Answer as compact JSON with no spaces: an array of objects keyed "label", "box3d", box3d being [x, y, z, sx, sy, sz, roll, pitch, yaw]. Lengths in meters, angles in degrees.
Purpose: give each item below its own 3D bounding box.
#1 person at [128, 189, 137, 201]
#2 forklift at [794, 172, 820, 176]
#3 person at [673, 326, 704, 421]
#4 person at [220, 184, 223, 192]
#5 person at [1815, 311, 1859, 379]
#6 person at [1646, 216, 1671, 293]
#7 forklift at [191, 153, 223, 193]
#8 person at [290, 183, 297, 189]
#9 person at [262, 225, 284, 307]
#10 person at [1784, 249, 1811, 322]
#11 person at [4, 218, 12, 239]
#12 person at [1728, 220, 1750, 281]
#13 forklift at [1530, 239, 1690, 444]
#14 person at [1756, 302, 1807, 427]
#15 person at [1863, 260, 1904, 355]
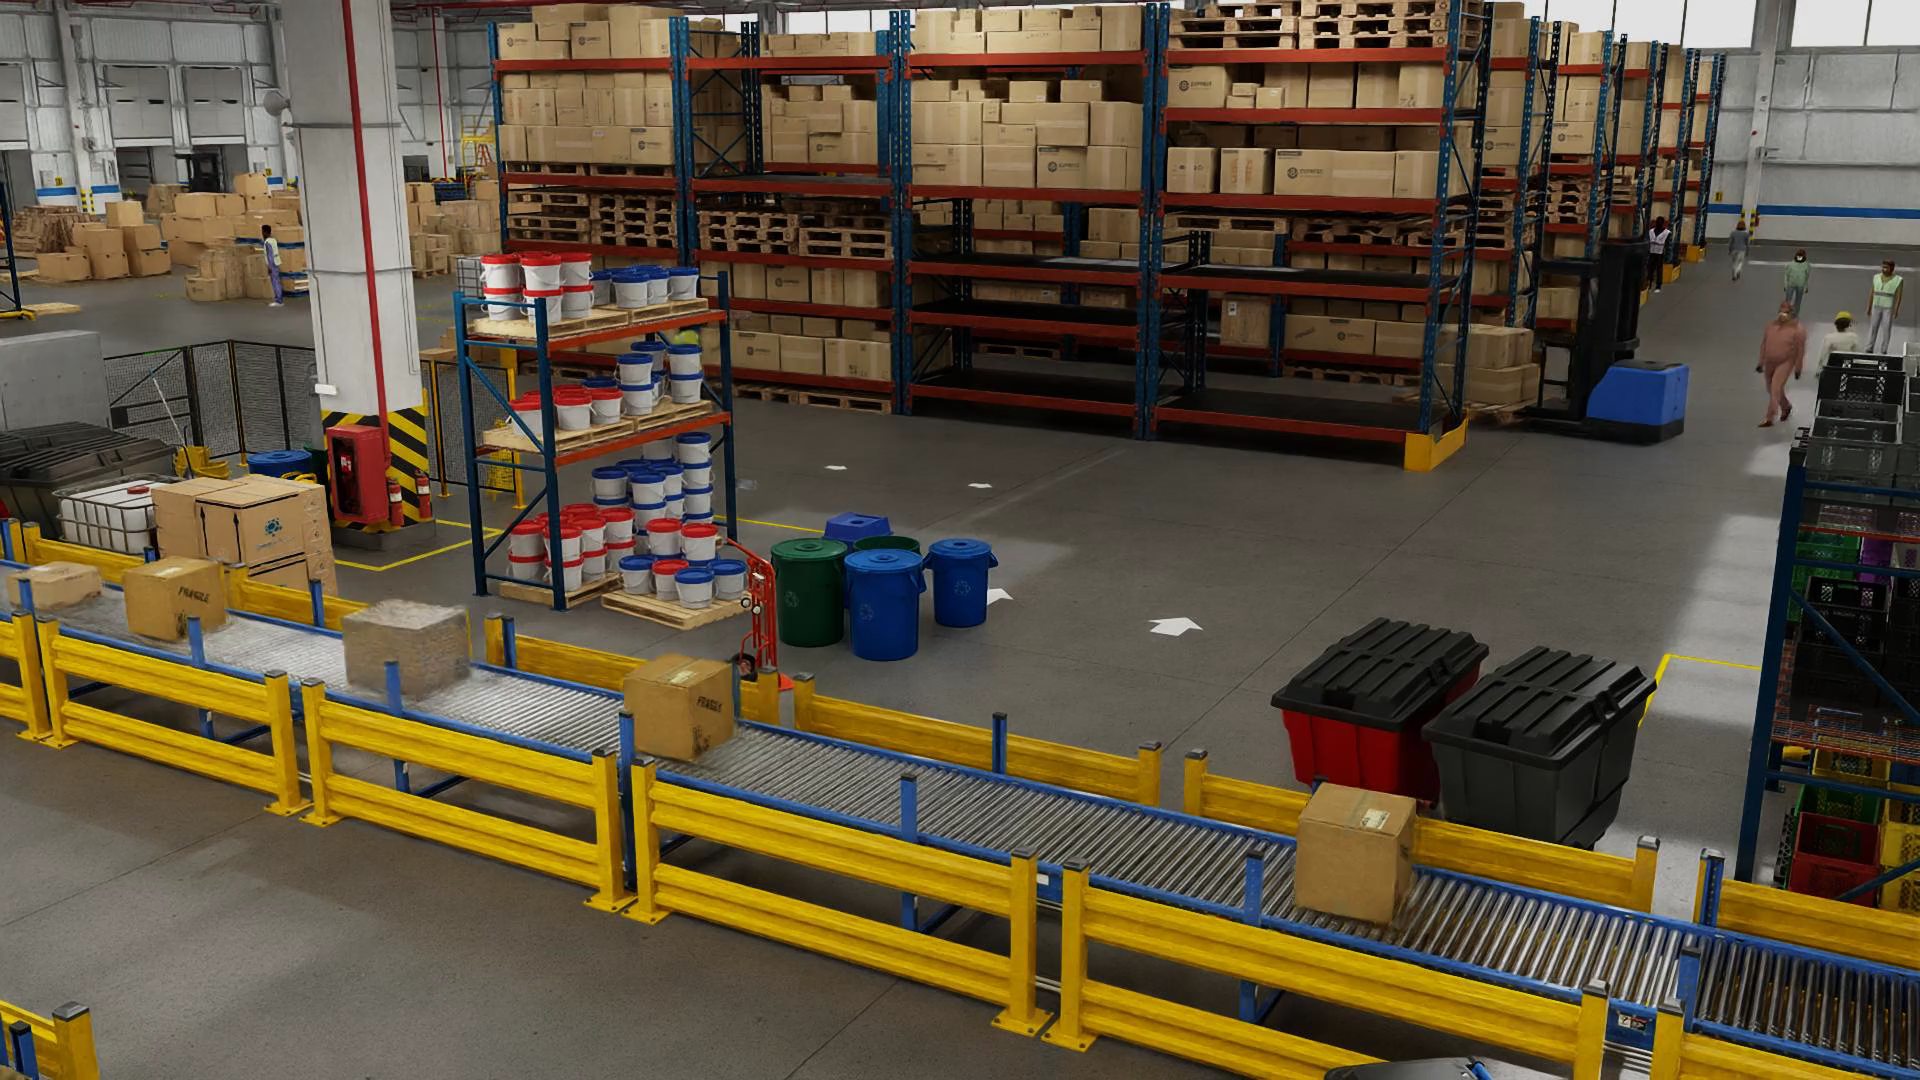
[{"label":"person","box3d":[-28.808,-11.377,58.074,0.466,1.725,0.502,-1,15,-2]},{"label":"forklift","box3d":[-4.989,-11.044,54.616,1.129,2.768,1.873,8,17,27]},{"label":"person","box3d":[-4.116,-2.618,25.213,0.494,1.683,0.547,9,17,30]},{"label":"person","box3d":[-30.797,-14.202,68.904,0.539,1.614,0.605,-6,16,-21]},{"label":"person","box3d":[13.051,-2.531,24.775,0.600,1.741,0.451,0,15,-2]},{"label":"person","box3d":[17.647,-7.224,42.100,0.393,1.920,0.591,-13,19,-39]},{"label":"forklift","box3d":[-27.852,-12.924,61.684,1.873,2.768,1.129,8,17,28]},{"label":"person","box3d":[-23.352,-11.612,58.572,0.651,1.928,0.517,9,18,31]},{"label":"person","box3d":[-16.254,-6.490,39.345,0.383,1.916,0.591,-3,15,-11]},{"label":"person","box3d":[18.201,-5.510,36.202,0.498,1.633,0.278,4,15,14]},{"label":"person","box3d":[-33.429,-11.420,58.043,0.420,1.827,0.533,-5,16,-19]},{"label":"person","box3d":[20.935,-7.776,44.739,0.506,1.619,0.467,9,17,29]},{"label":"forklift","box3d":[9.514,-2.923,24.088,1.873,2.768,1.129,14,20,42]},{"label":"person","box3d":[12.373,-2.655,25.018,0.851,1.876,0.636,-8,17,-27]},{"label":"person","box3d":[17.613,-4.416,31.696,0.394,1.839,0.563,-11,18,-35]}]
